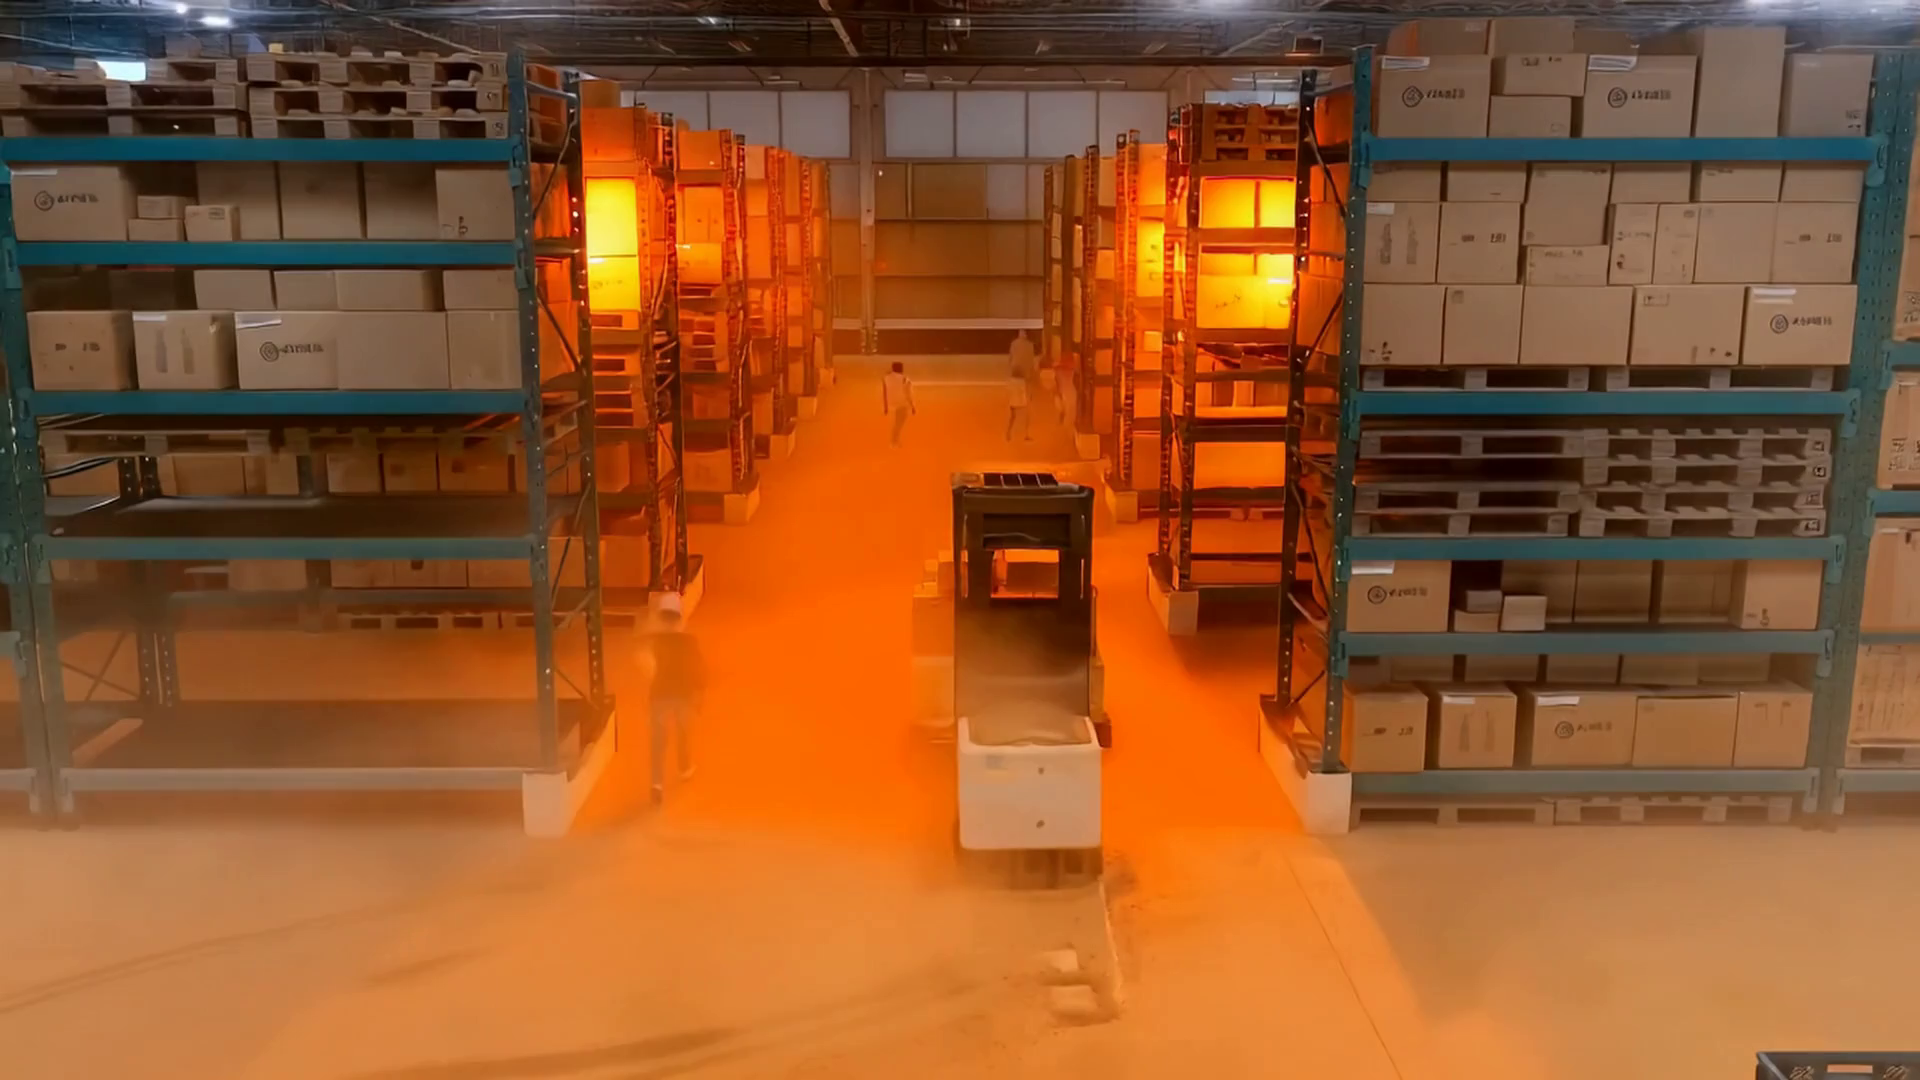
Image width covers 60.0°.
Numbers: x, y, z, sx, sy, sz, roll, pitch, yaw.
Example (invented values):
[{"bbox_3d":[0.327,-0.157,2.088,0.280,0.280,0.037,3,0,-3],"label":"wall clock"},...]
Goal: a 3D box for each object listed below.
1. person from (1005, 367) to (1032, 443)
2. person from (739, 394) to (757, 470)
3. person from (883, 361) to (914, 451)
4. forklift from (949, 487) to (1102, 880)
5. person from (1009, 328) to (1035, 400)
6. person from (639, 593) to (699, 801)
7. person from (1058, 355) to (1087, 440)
[{"bbox_3d":[1.260,-2.823,34.881,0.678,1.597,0.550,-8,14,-36],"label":"person"},{"bbox_3d":[-3.711,-1.719,29.162,0.319,1.695,0.539,2,12,11],"label":"person"},{"bbox_3d":[-1.288,-2.743,33.983,0.621,1.810,0.885,6,13,28],"label":"person"},{"bbox_3d":[0.495,0.986,12.813,1.129,2.768,1.873,0,11,-2],"label":"forklift"},{"bbox_3d":[1.554,-4.456,42.295,0.640,1.877,0.743,-1,11,-5],"label":"person"},{"bbox_3d":[-2.466,1.310,14.079,0.525,1.725,0.890,0,11,-1],"label":"person"},{"bbox_3d":[2.406,-3.034,35.384,0.530,1.819,0.639,-9,14,-37],"label":"person"}]
